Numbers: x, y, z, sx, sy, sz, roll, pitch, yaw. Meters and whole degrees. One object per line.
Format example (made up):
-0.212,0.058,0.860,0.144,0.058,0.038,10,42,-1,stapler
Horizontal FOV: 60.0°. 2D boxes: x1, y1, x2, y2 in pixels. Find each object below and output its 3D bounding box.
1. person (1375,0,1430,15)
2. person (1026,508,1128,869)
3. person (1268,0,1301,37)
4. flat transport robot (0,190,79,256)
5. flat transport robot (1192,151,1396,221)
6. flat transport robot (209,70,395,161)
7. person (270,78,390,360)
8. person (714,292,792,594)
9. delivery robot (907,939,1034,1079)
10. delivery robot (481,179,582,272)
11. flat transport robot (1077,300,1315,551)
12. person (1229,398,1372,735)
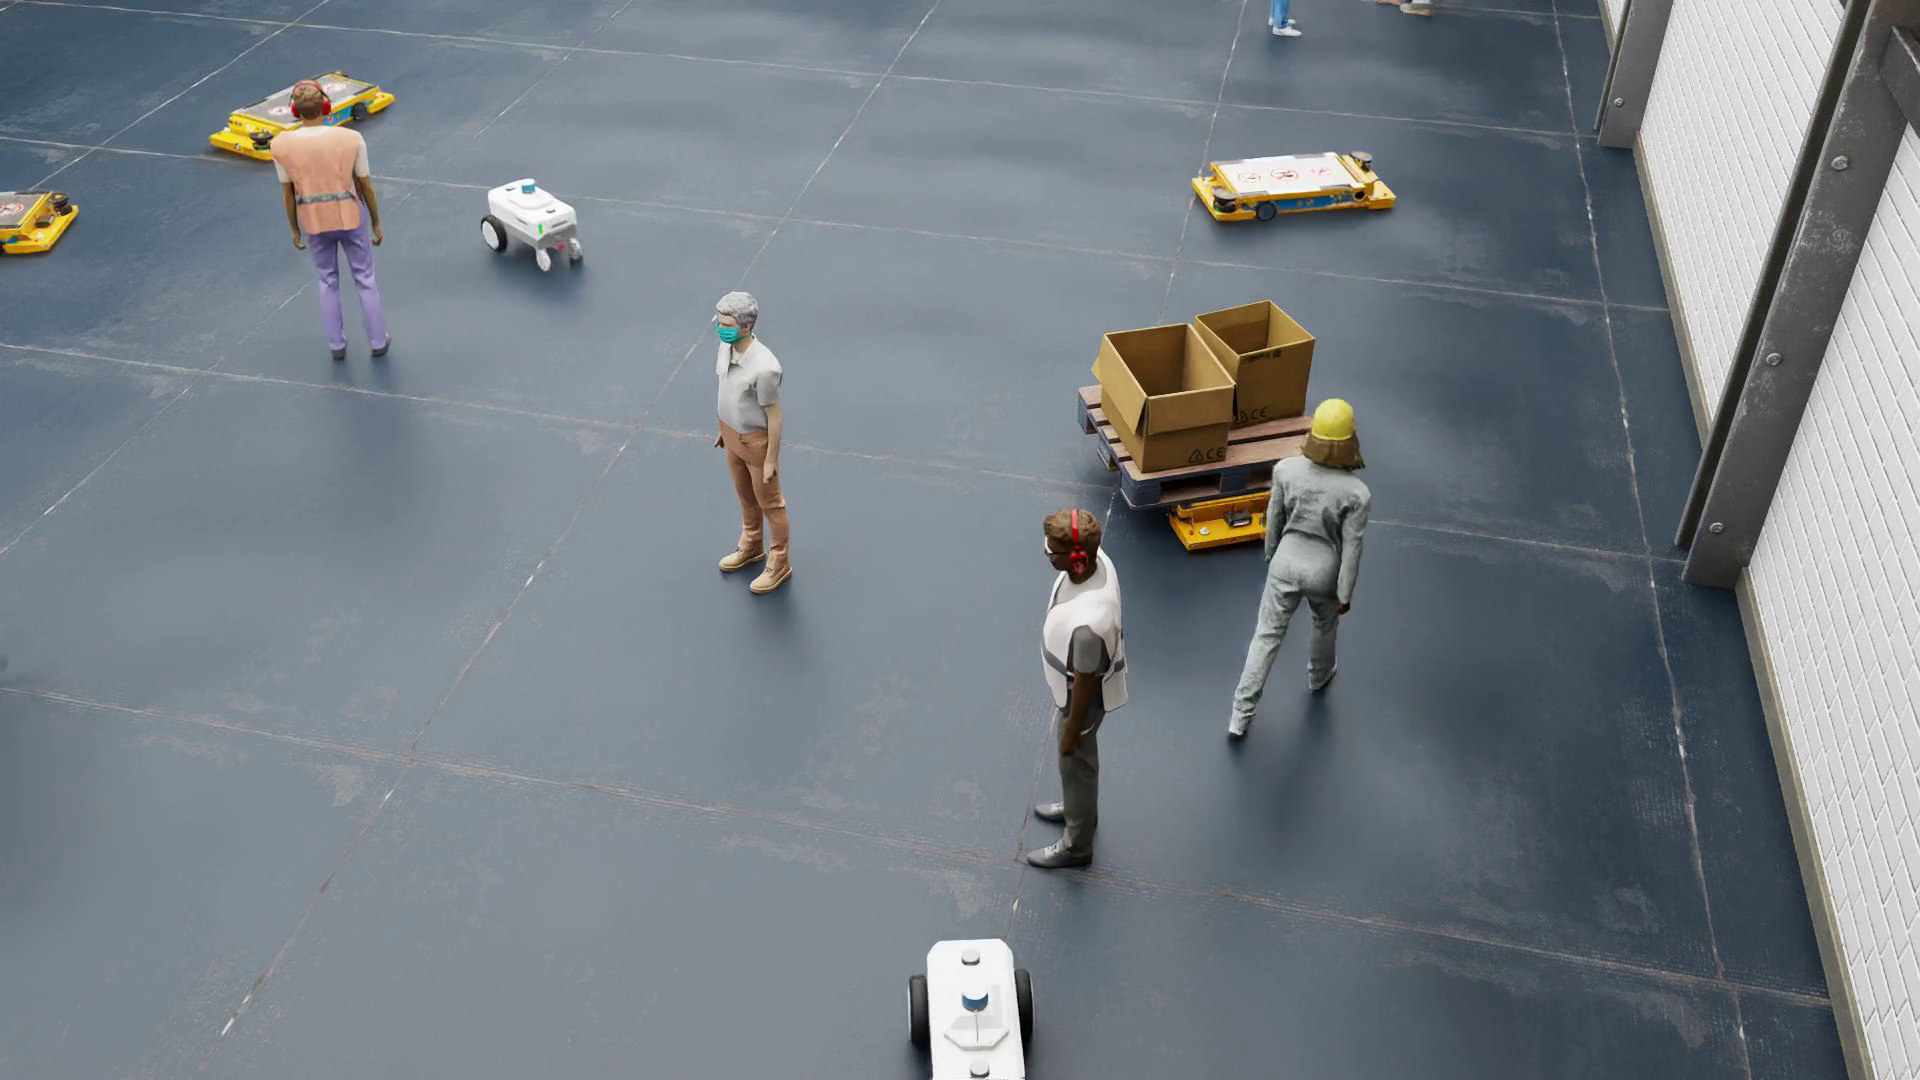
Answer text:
4.312,-5.965,15.880,0.712,1.846,0.593,15,39,19,person
0.508,0.634,7.067,0.408,1.833,0.562,2,37,2,person
3.100,-5.598,15.490,0.370,1.728,0.495,1,37,2,person
-7.408,-2.337,12.346,1.431,0.231,0.659,-3,37,-3,flat transport robot
2.581,-2.738,12.882,1.431,0.231,0.659,-6,37,-8,flat transport robot
-5.537,-3.593,14.026,0.659,0.231,1.431,19,41,23,flat transport robot
-3.987,-2.011,10.620,0.578,1.822,0.433,-9,38,-12,person
-1.102,-0.515,8.672,0.320,1.747,0.473,-29,46,-33,person
0.051,1.904,6.446,0.504,0.611,0.783,-2,37,-3,delivery robot
-3.117,-2.338,12.106,0.774,0.592,0.499,31,46,34,delivery robot
1.396,-0.455,9.828,0.659,0.231,1.431,-9,38,-12,flat transport robot
1.604,0.162,7.810,0.506,1.691,0.836,21,42,25,person
